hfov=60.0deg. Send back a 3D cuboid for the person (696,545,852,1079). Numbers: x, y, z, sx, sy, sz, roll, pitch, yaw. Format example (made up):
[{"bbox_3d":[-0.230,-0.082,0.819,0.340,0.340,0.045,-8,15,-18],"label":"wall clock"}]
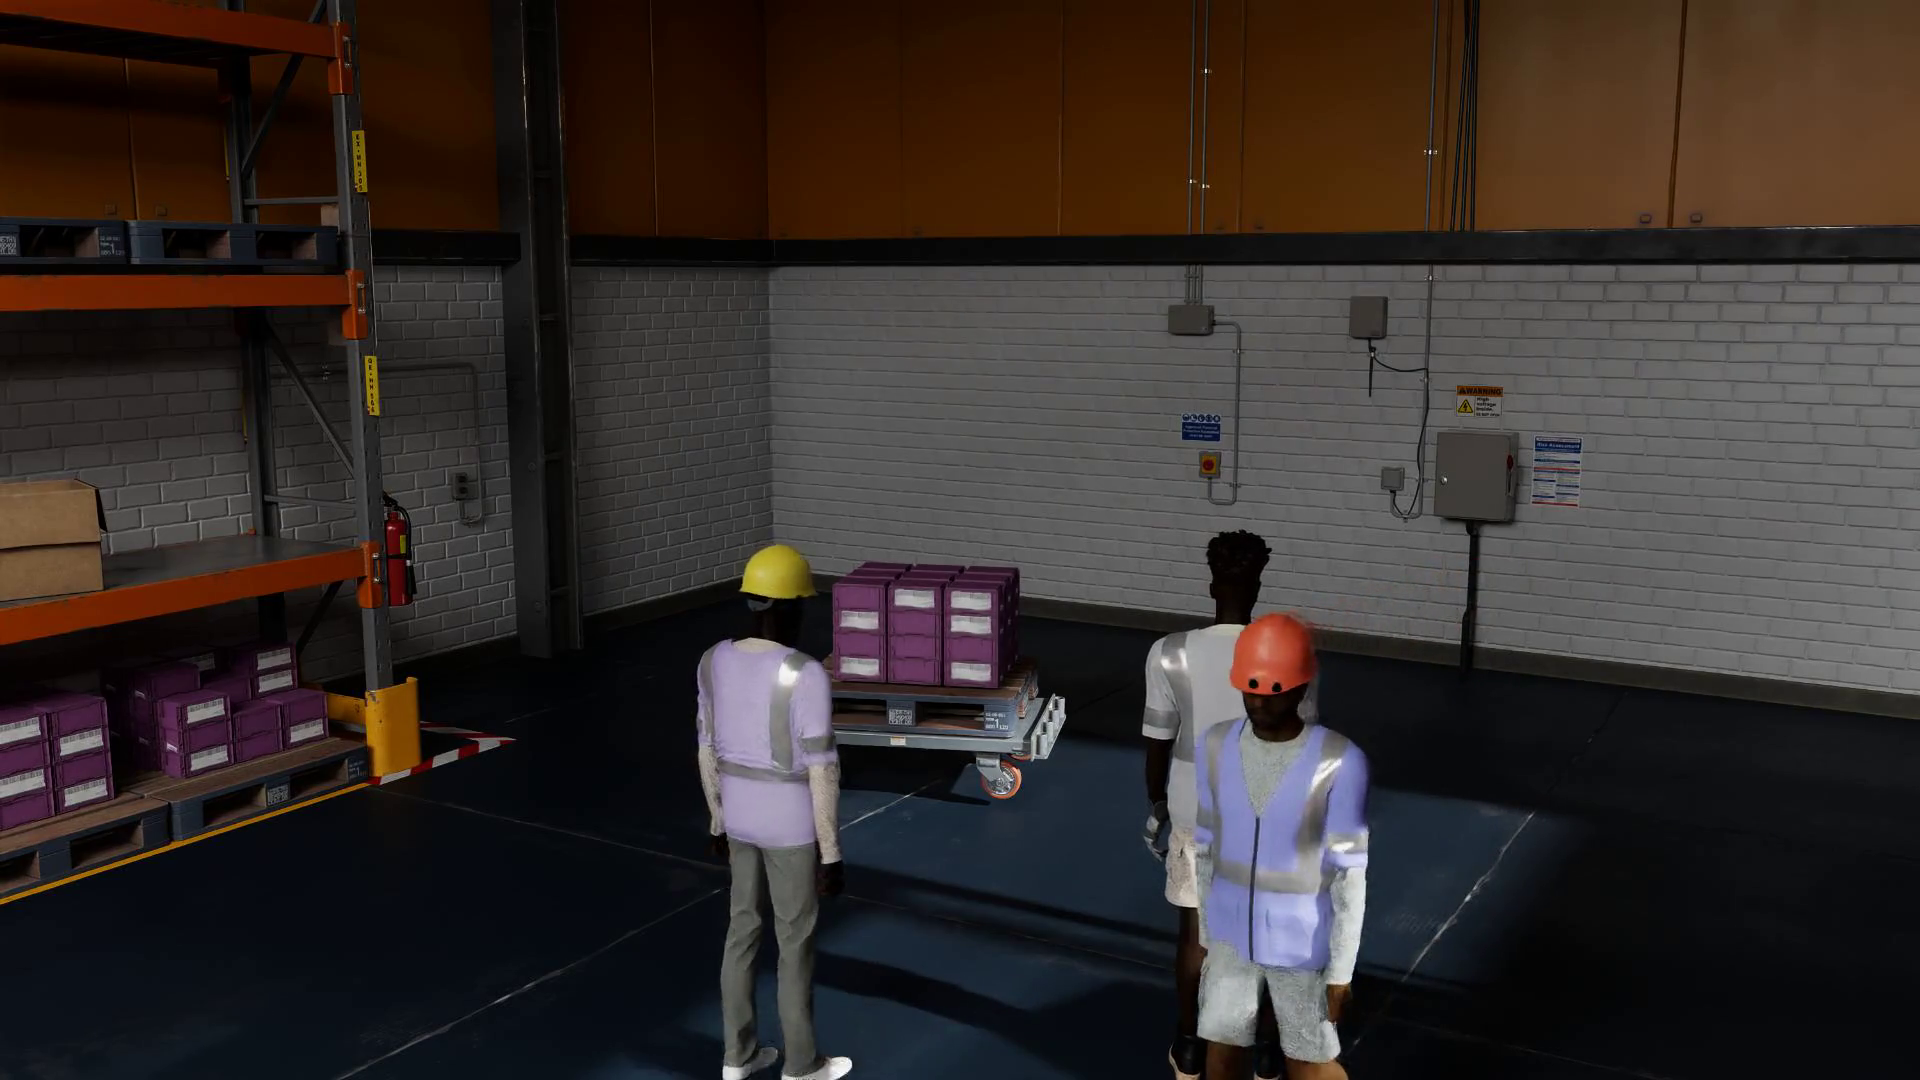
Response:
[{"bbox_3d":[-0.644,0.975,5.776,0.628,1.922,0.452,6,11,34],"label":"person"}]

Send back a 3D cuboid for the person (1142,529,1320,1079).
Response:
[{"bbox_3d":[0.938,0.938,5.798,0.609,1.965,0.368,2,9,11],"label":"person"}]

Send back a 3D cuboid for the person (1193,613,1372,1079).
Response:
[{"bbox_3d":[0.957,1.123,4.863,0.544,1.914,0.800,6,11,34],"label":"person"}]
